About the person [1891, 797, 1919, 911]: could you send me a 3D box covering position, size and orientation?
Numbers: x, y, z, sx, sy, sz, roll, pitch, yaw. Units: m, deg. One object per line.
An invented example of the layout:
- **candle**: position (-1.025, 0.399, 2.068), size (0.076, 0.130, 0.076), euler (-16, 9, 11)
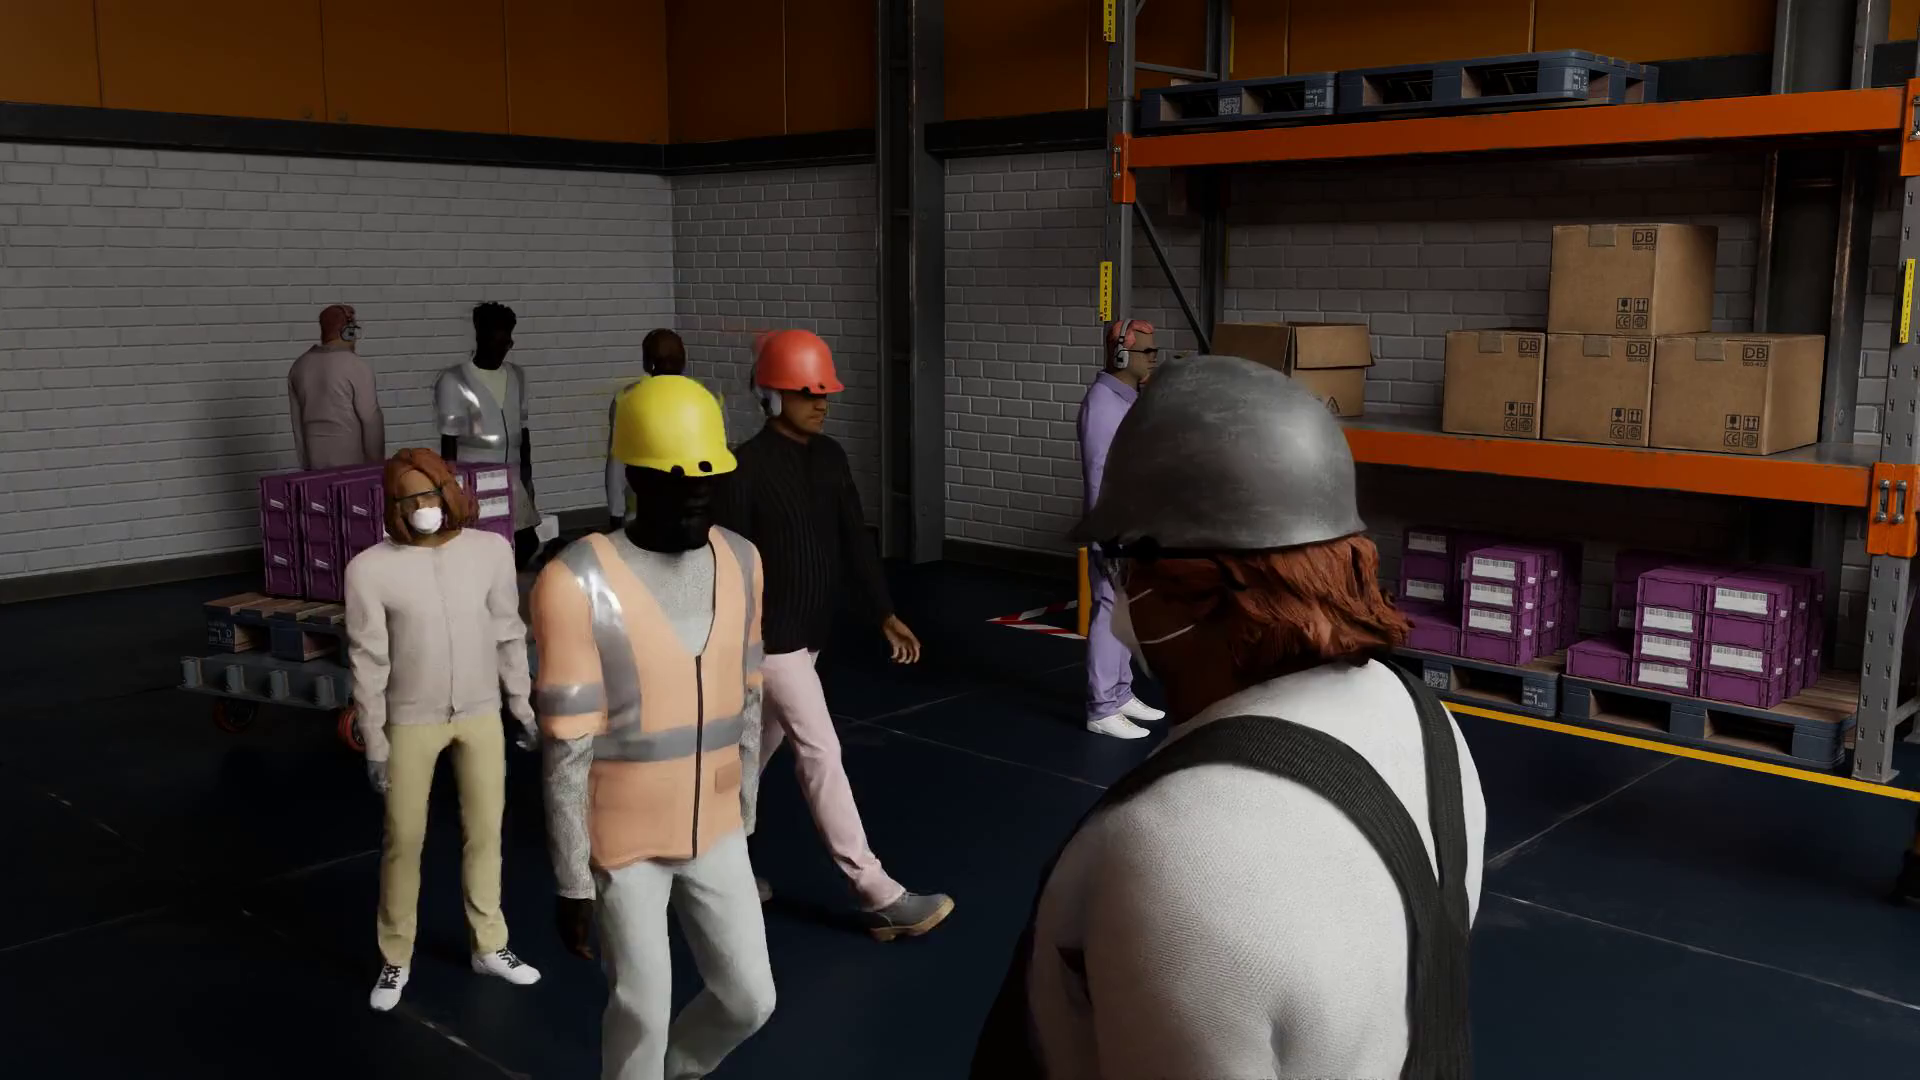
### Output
- **person**: position (3.342, 0.332, 5.189), size (0.727, 1.900, 0.686), euler (9, 13, 43)

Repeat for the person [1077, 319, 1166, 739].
- **person**: position (0.756, -0.052, 7.583), size (0.404, 1.900, 0.636), euler (3, 10, 20)

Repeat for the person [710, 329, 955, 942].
- **person**: position (-0.506, 0.300, 5.325), size (1.062, 1.933, 0.622), euler (4, 10, 23)

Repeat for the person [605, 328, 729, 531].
- **person**: position (-1.509, -0.184, 8.625), size (0.644, 1.821, 0.786), euler (-4, 10, -24)

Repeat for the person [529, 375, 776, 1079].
- **person**: position (-0.627, 0.604, 3.523), size (0.598, 1.911, 0.442), euler (-9, 13, -44)

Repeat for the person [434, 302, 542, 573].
- **person**: position (-2.608, -0.339, 9.187), size (0.456, 1.941, 0.656), euler (7, 12, 37)

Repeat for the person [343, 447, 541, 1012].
- **person**: position (-1.506, 0.538, 4.813), size (0.576, 1.617, 0.313), euler (-7, 11, -36)

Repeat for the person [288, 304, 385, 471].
- **person**: position (-3.759, -0.482, 10.188), size (0.651, 1.904, 0.403), euler (4, 10, 24)

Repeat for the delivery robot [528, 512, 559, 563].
- **delivery robot**: position (-3.049, -0.032, 11.262), size (0.477, 0.478, 0.707), euler (4, 10, 25)
